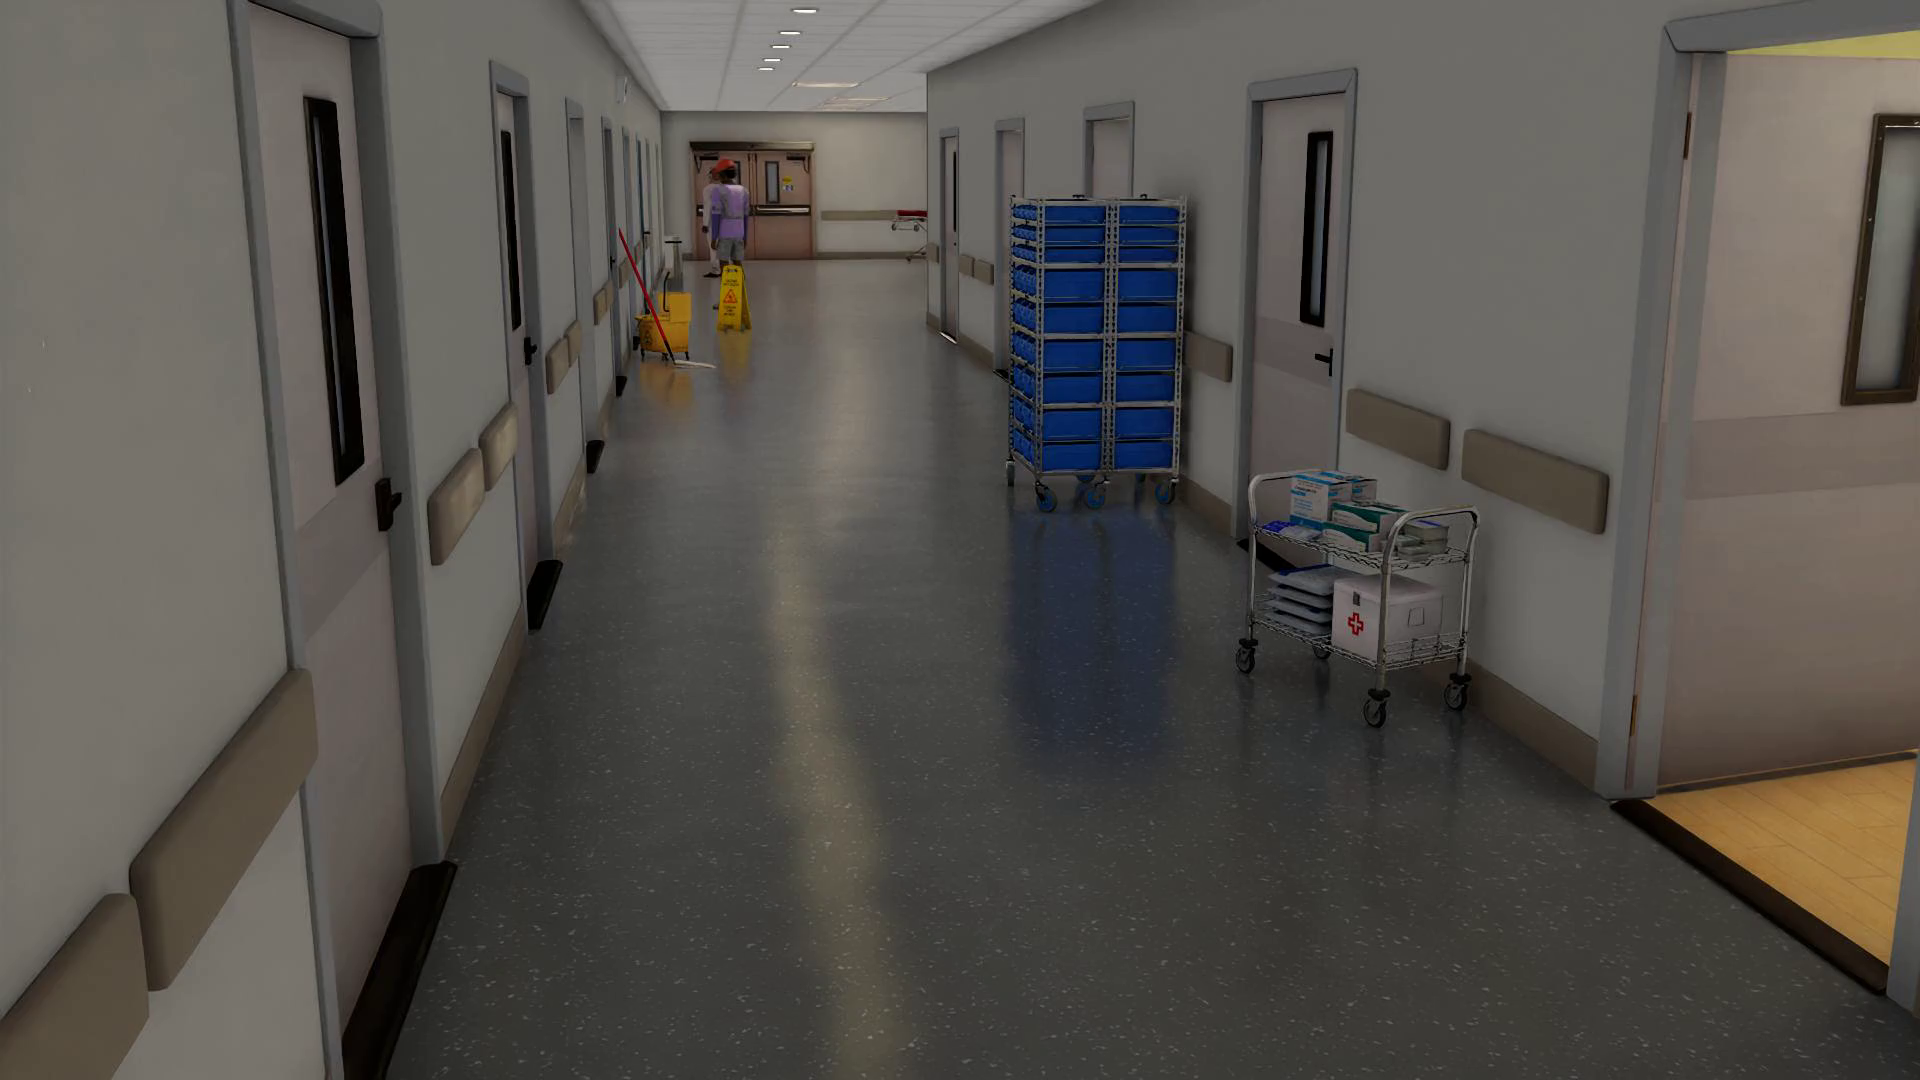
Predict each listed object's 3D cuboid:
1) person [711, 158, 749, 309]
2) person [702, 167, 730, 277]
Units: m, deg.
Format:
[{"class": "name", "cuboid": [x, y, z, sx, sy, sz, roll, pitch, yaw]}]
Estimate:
[{"class": "person", "cuboid": [-3.144, -4.148, 22.605, 0.410, 2.032, 0.609, 12, 17, 42]}, {"class": "person", "cuboid": [-4.282, -5.563, 29.157, 0.410, 1.909, 0.642, 9, 16, 36]}]
